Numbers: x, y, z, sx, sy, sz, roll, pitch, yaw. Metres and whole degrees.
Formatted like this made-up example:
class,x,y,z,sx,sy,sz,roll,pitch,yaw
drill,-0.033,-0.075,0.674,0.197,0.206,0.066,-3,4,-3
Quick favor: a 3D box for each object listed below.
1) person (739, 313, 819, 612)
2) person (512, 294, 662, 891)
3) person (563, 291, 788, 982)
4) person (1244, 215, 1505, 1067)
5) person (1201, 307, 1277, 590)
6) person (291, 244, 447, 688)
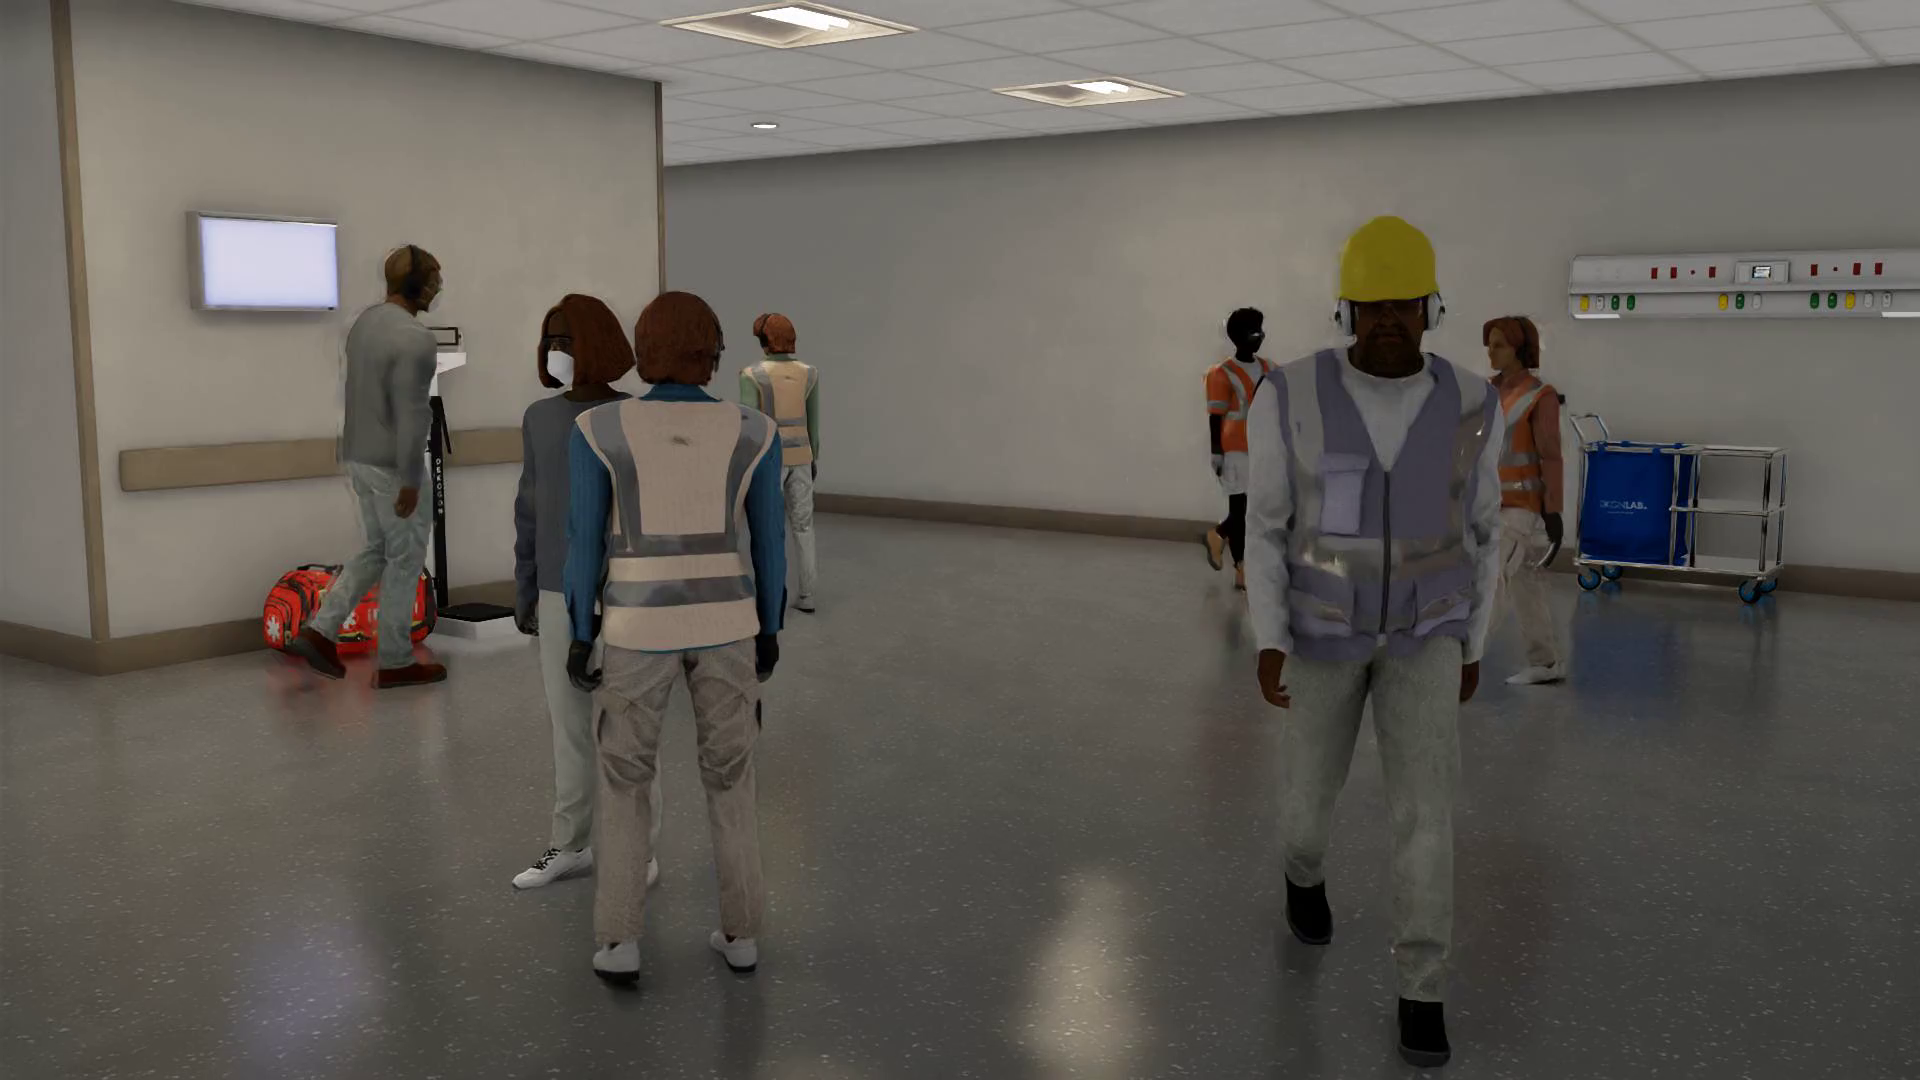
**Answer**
class,x,y,z,sx,sy,sz,roll,pitch,yaw
person,-0.971,-0.400,8.982,0.522,1.636,0.310,-6,9,-42
person,-1.003,0.158,4.503,0.500,1.633,0.282,4,8,27
person,-0.660,0.234,3.920,0.528,1.626,0.314,-2,7,-17
person,0.932,0.169,3.816,0.581,1.794,0.875,1,7,6
person,1.654,-0.545,9.949,0.545,1.681,0.564,-5,9,-36
person,-2.486,-0.298,7.085,0.617,1.911,0.652,-6,10,-42
